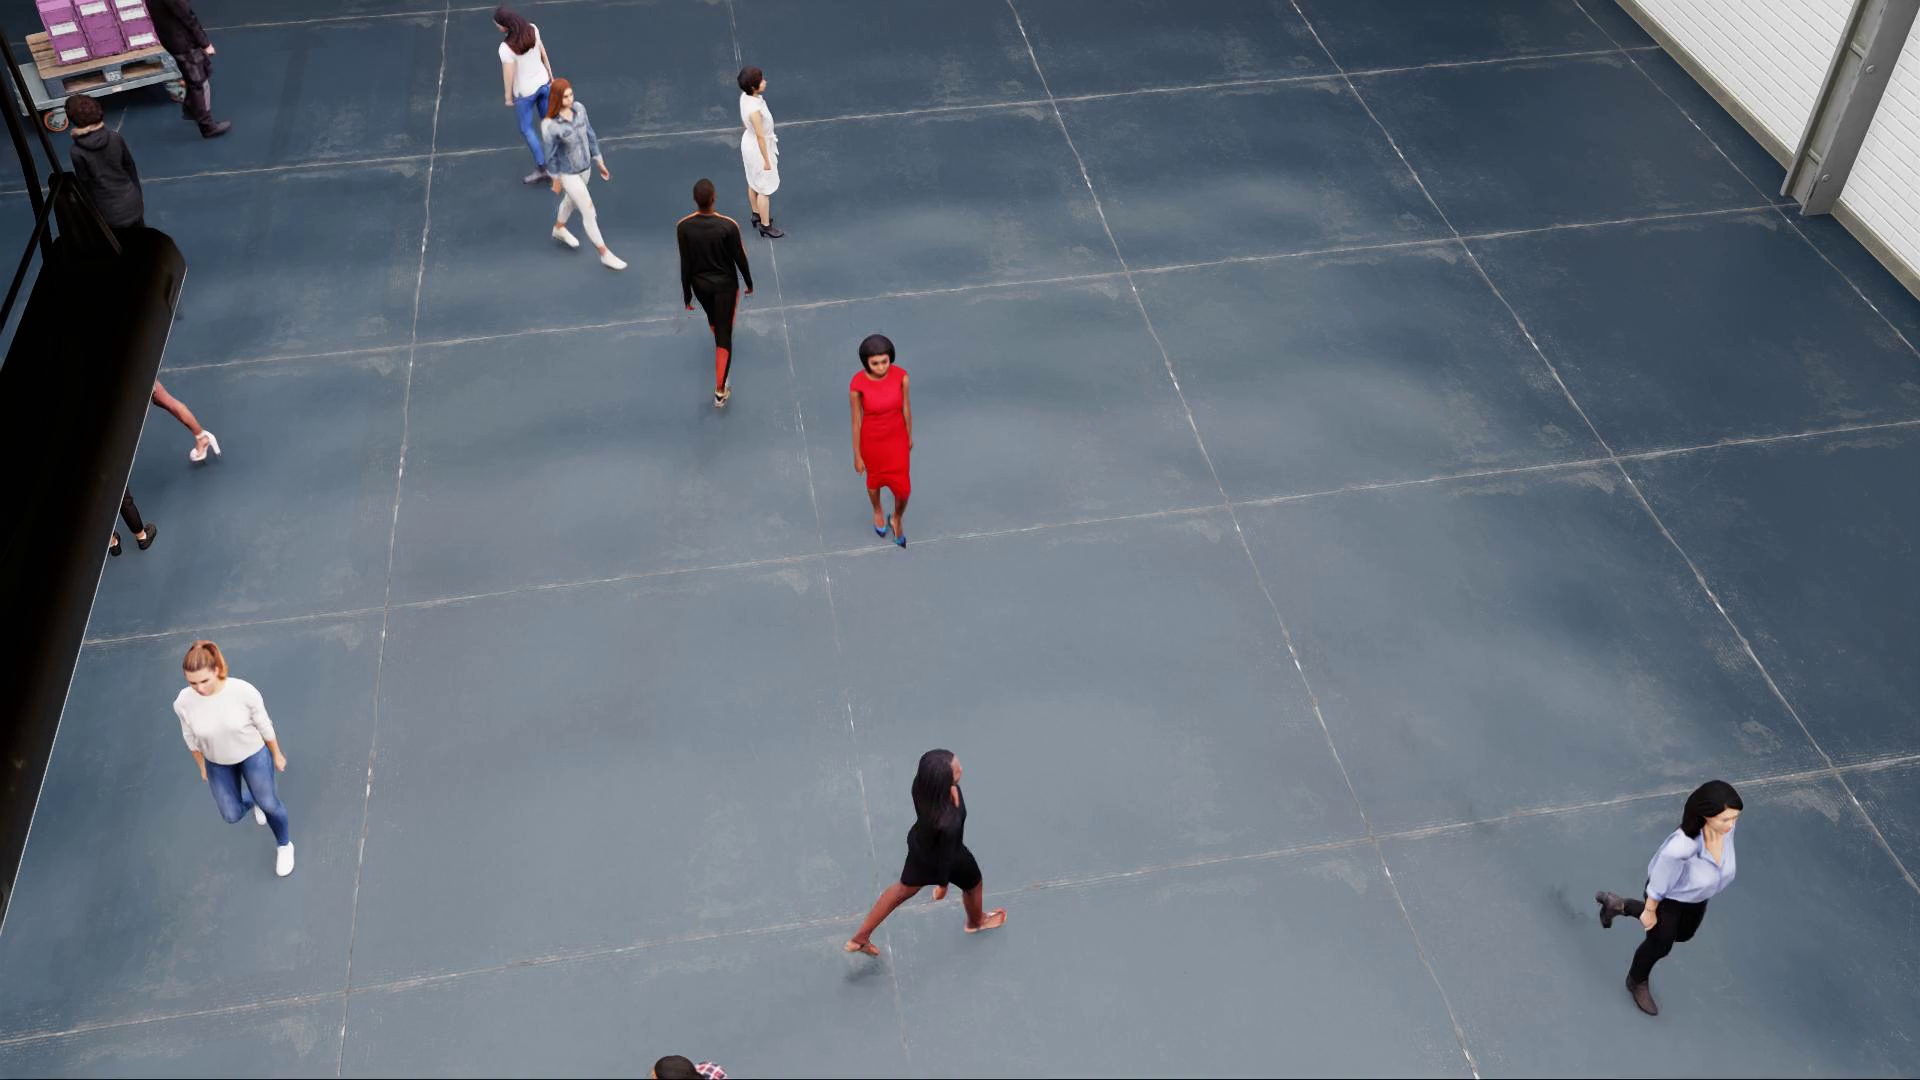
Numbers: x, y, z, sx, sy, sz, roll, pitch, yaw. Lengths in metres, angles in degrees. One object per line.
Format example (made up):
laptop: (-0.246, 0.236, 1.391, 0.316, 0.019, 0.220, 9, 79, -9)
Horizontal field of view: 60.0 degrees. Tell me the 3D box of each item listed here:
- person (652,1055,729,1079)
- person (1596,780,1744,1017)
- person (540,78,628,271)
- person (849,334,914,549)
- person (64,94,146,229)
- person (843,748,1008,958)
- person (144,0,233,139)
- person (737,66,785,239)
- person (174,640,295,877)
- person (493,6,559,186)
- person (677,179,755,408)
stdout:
person: (-1.196, 2.843, 7.556, 0.836, 1.759, 0.726, 15, 46, 16)
person: (3.668, 1.801, 8.671, 0.791, 1.730, 0.949, -18, 47, -18)
person: (-3.275, -3.083, 13.849, 1.131, 1.659, 1.109, 24, 49, 23)
person: (-0.550, -0.719, 11.316, 0.627, 1.730, 0.677, -12, 45, -12)
person: (-6.760, -2.720, 13.390, 1.027, 1.765, 0.945, 30, 51, 27)
person: (-0.195, 1.697, 8.814, 0.895, 1.683, 1.191, -18, 46, -18)
person: (-7.231, -4.546, 15.263, 0.933, 1.827, 0.814, -29, 51, -27)
person: (-1.720, -3.310, 14.161, 0.663, 1.556, 0.527, -17, 46, -17)
person: (-4.045, 1.169, 9.346, 0.613, 1.713, 0.762, -7, 44, -8)
person: (-3.772, -4.007, 14.821, 0.821, 1.657, 0.857, -27, 50, -26)
person: (-1.841, -1.825, 12.457, 0.841, 1.757, 1.265, 2, 44, 2)
